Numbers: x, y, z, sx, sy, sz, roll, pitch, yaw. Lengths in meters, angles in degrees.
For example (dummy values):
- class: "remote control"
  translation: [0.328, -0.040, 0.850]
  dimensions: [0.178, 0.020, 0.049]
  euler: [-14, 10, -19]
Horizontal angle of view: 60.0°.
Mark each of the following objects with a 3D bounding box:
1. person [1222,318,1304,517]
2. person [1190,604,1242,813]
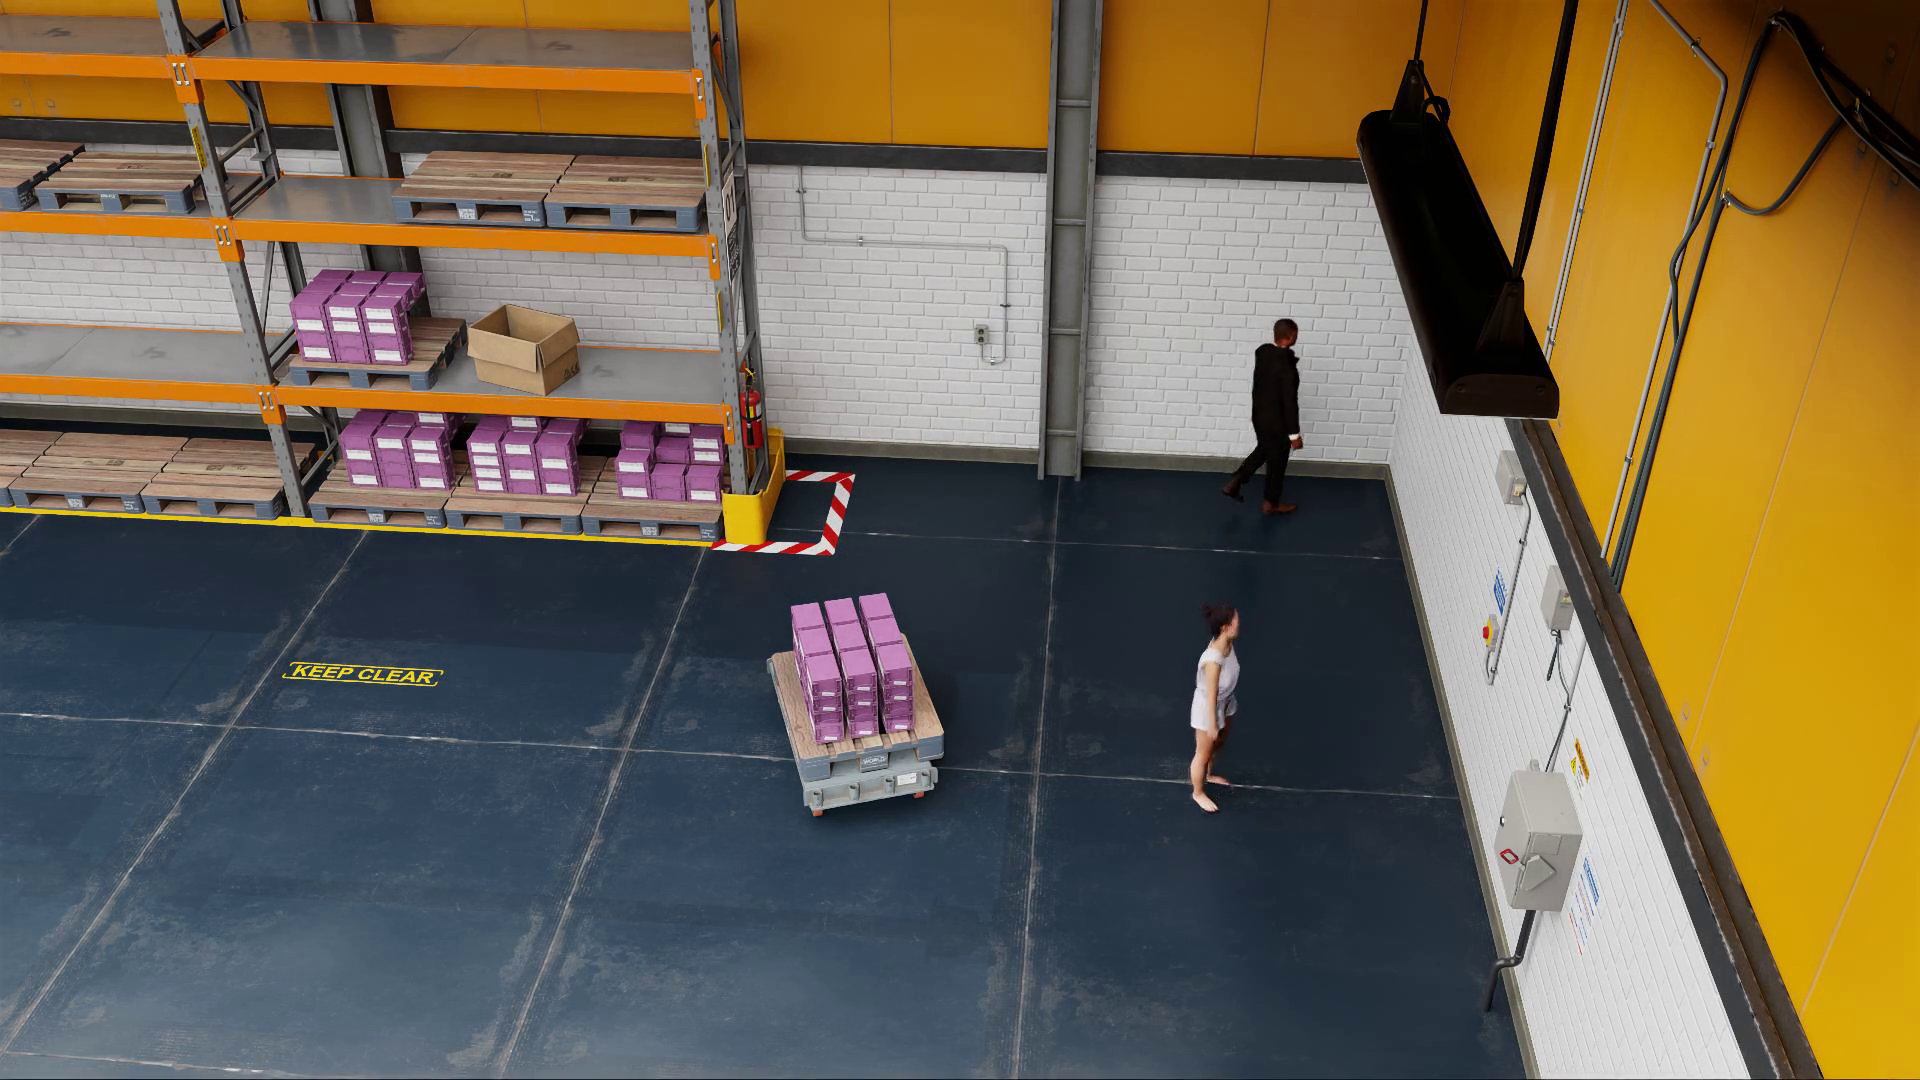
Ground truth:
- class: "person"
  translation: [2.620, -1.013, 14.242]
  dimensions: [1.063, 1.893, 0.934]
  euler: [-10, 35, -15]
- class: "person"
  translation: [1.731, 1.121, 11.290]
  dimensions: [0.673, 1.605, 0.673]
  euler: [23, 40, 30]
